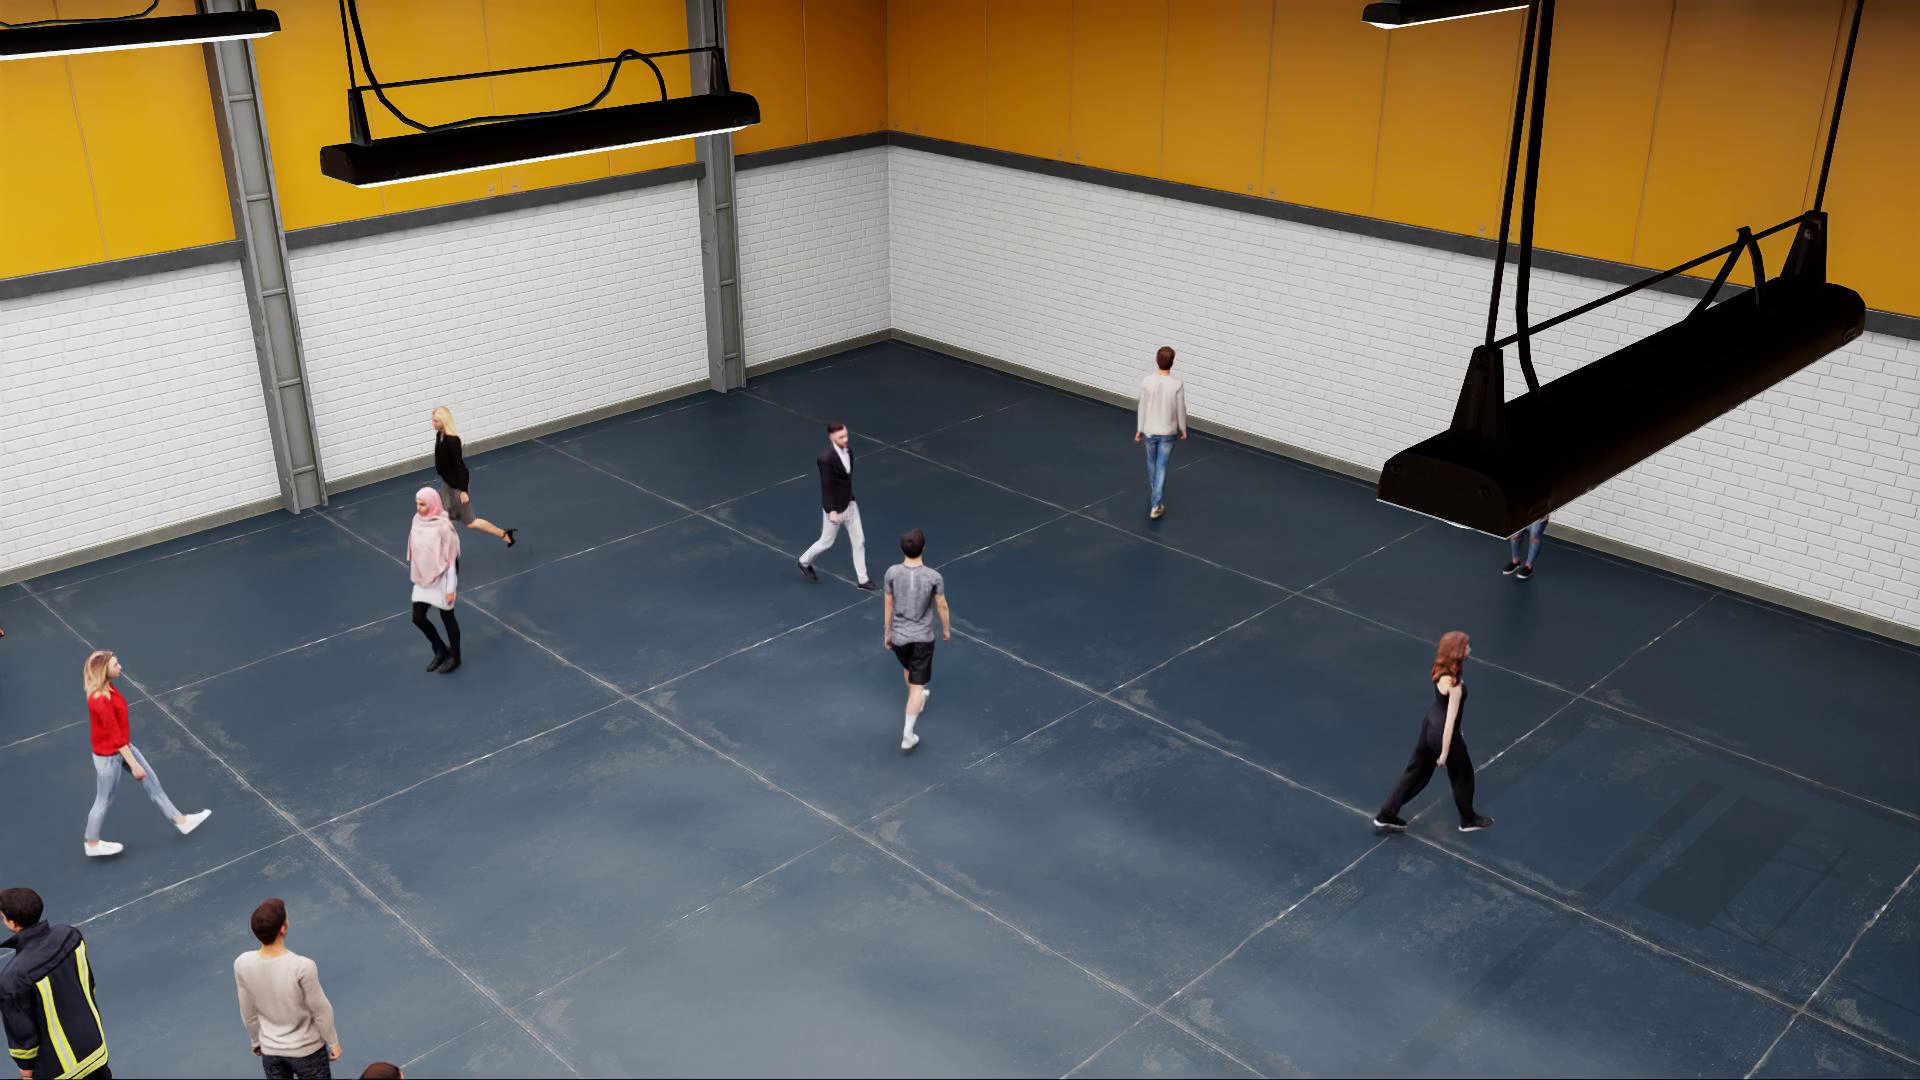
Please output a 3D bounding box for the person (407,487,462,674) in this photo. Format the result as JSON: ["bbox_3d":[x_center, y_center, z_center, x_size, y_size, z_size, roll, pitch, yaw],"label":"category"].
[{"bbox_3d":[-4.628,0.342,14.923,0.745,1.795,0.742,12,26,25],"label":"person"}]

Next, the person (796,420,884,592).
[{"bbox_3d":[-1.292,-0.344,16.473,0.902,1.811,1.199,14,27,29],"label":"person"}]

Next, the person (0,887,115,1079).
[{"bbox_3d":[-5.011,2.747,9.254,0.948,1.928,0.835,4,24,10],"label":"person"}]

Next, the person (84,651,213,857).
[{"bbox_3d":[-6.275,1.615,12.189,1.210,1.653,0.927,-10,25,-21],"label":"person"}]

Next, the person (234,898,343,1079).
[{"bbox_3d":[-3.701,2.800,9.213,0.740,1.865,0.777,2,24,5],"label":"person"}]

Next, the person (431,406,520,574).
[{"bbox_3d":[-4.994,-0.507,16.849,1.111,1.809,0.718,-17,29,-34],"label":"person"}]

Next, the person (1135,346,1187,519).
[{"bbox_3d":[2.176,-1.144,18.235,0.985,1.865,1.220,8,25,18],"label":"person"}]

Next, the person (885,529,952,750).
[{"bbox_3d":[-0.405,0.847,13.726,1.071,1.829,1.293,6,24,13],"label":"person"}]

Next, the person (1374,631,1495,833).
[{"bbox_3d":[3.504,1.472,12.457,1.184,1.700,1.029,-3,24,-7],"label":"person"}]
